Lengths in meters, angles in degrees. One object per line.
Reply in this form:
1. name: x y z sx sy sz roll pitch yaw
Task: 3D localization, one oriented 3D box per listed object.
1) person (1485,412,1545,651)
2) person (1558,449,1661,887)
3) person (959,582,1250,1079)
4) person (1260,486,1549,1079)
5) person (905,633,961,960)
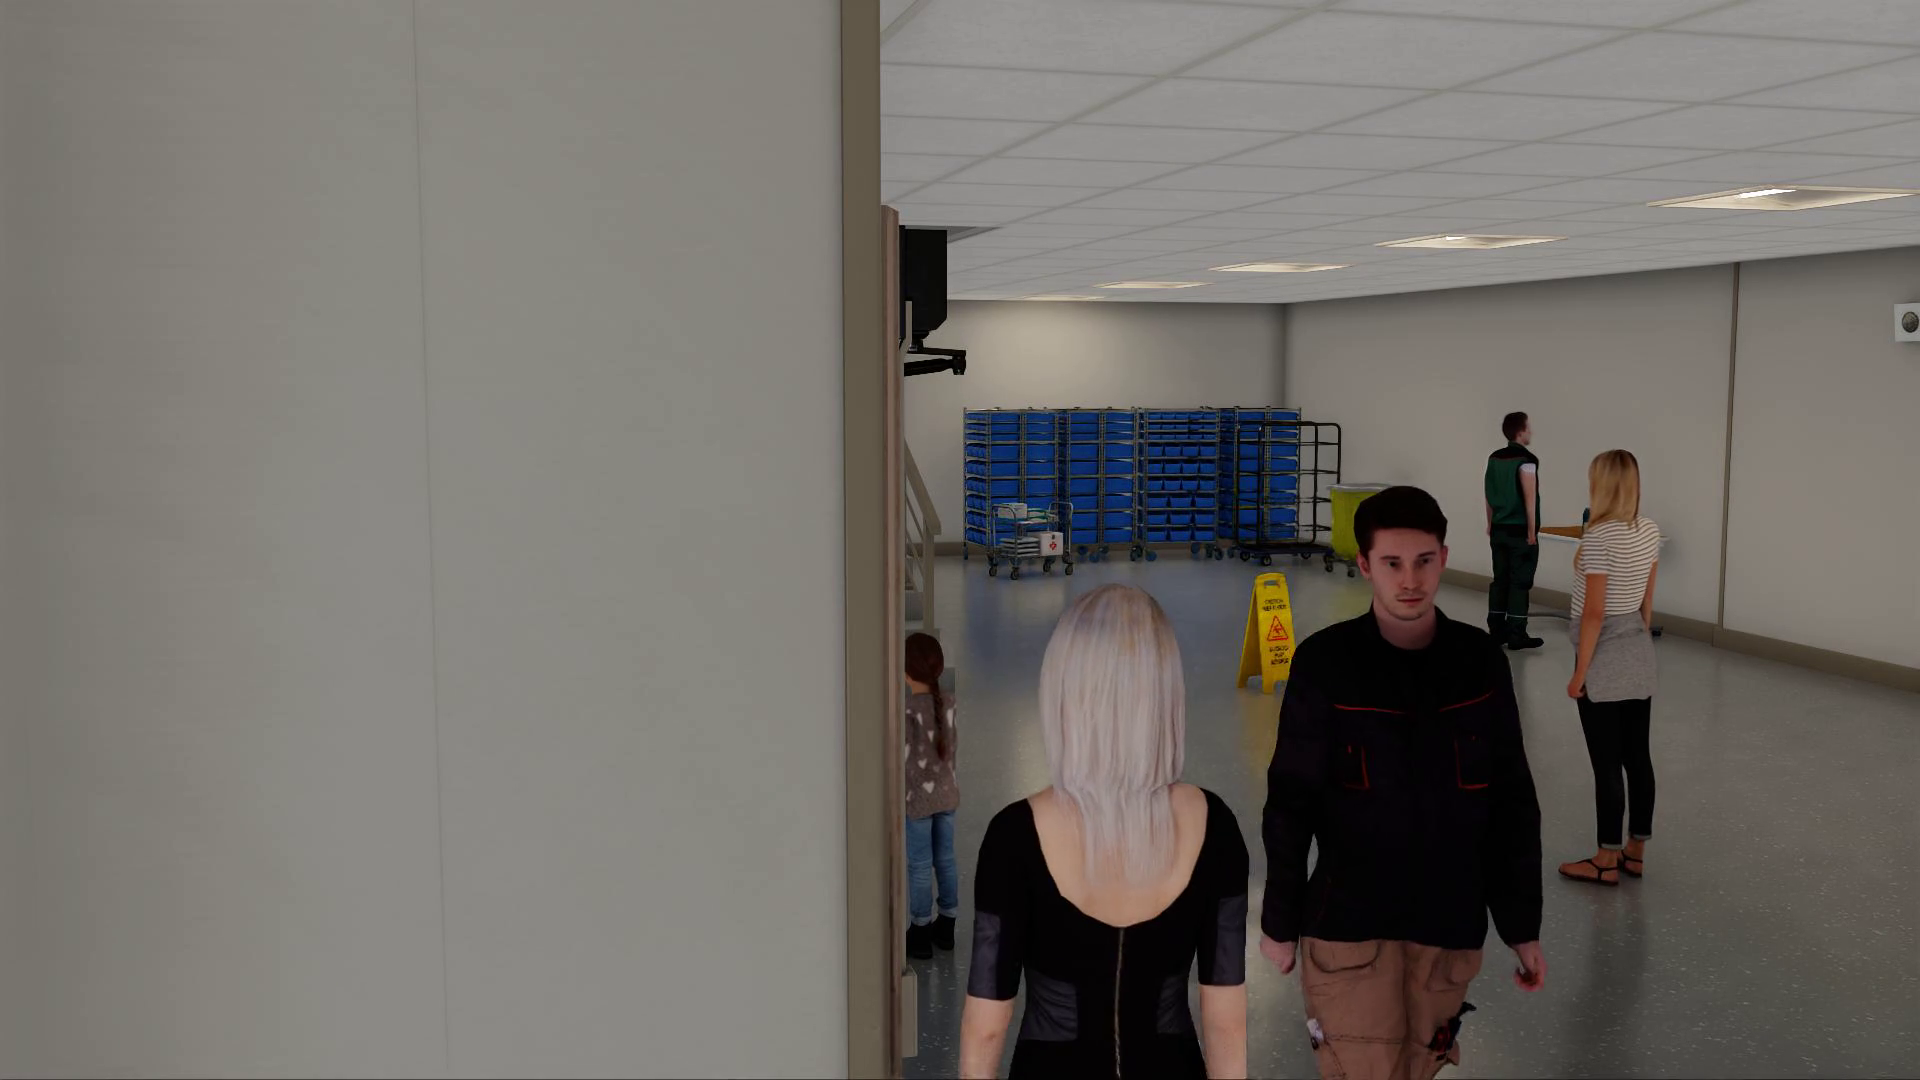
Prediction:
1. person: 4.323 -0.083 12.978 0.744 1.841 0.570 -3 6 -26
2. person: 2.771 0.529 7.001 0.664 1.824 0.620 -3 7 -30
3. person: 0.236 1.003 2.478 0.645 1.785 1.160 -1 6 -10
4. person: 0.894 0.842 3.581 0.689 1.884 1.087 -1 6 -13
5. person: -0.124 0.933 6.138 0.551 1.193 0.583 -6 8 -45
